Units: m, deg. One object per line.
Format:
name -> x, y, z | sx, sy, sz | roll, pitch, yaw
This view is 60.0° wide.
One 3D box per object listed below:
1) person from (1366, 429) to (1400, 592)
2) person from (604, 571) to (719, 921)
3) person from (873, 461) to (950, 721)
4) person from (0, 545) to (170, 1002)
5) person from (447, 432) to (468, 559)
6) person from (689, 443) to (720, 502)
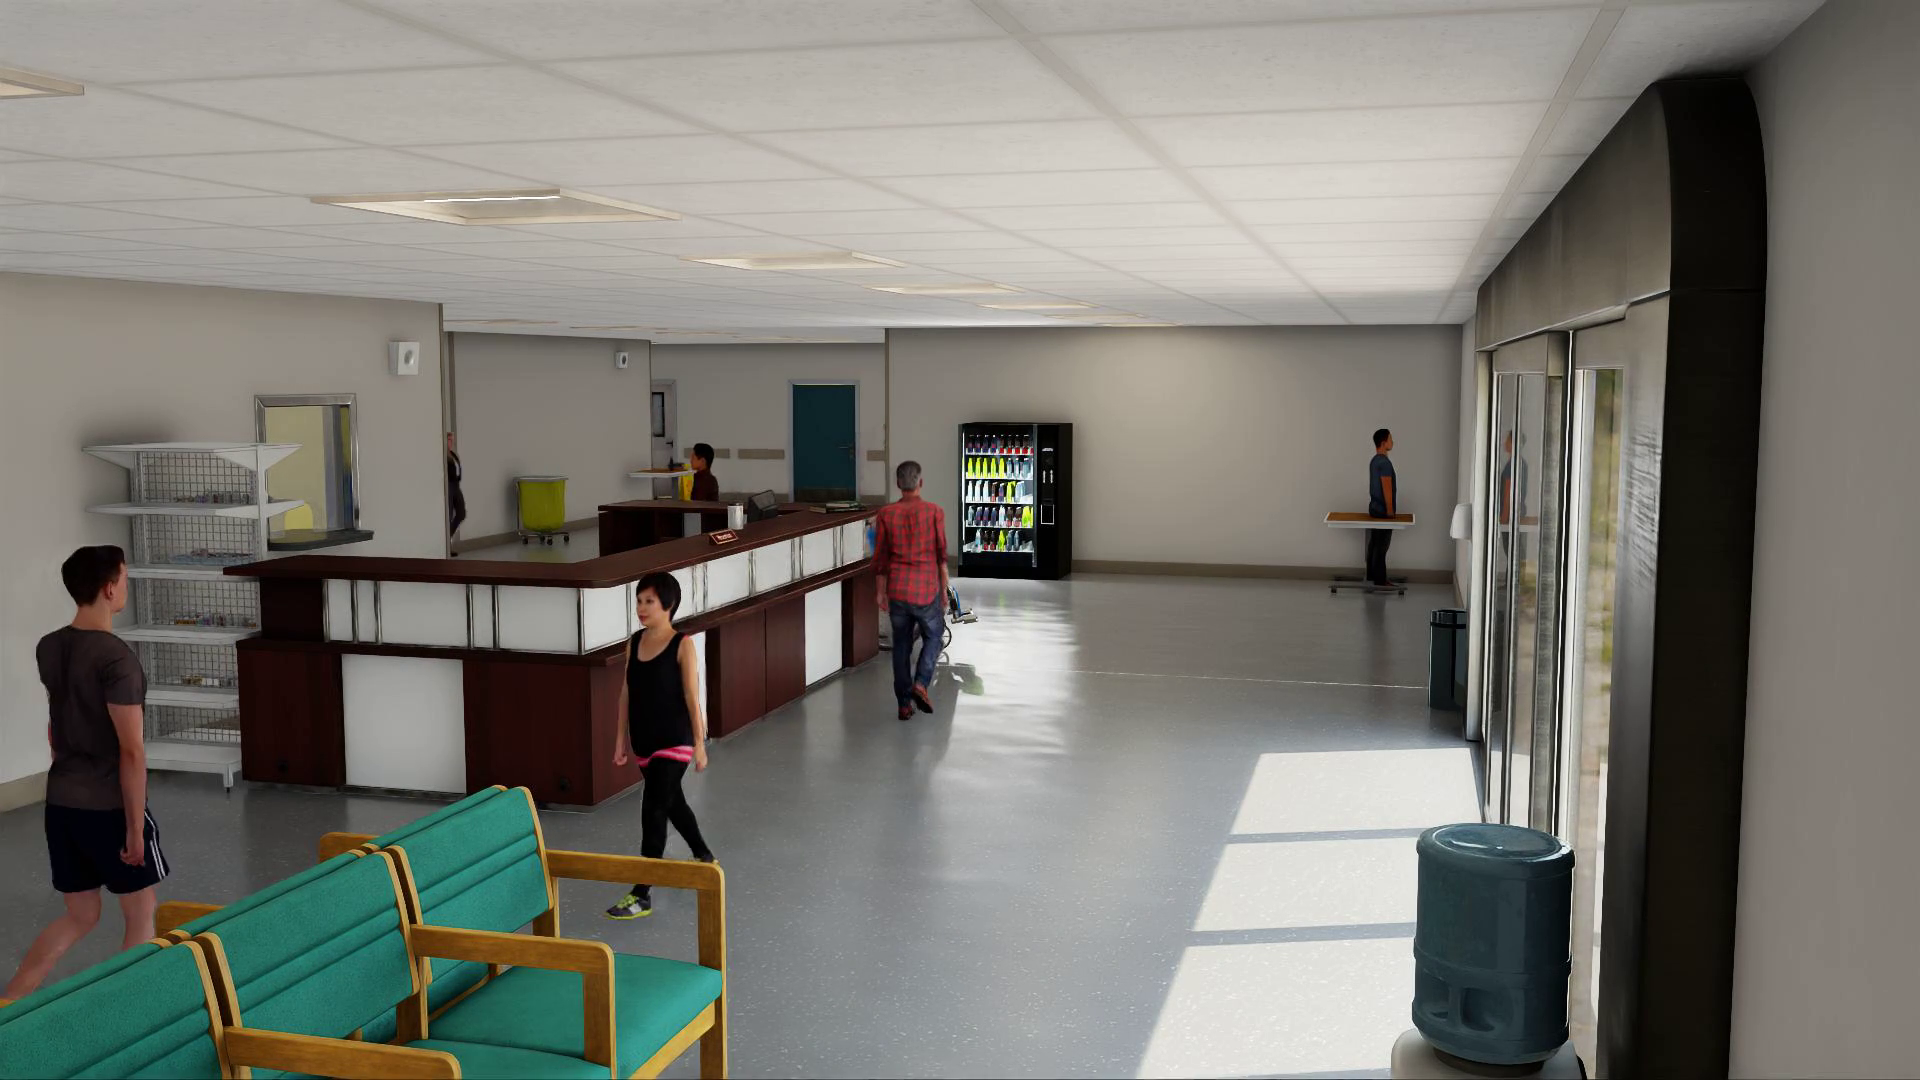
person -> 4.751, -0.351, 18.754 | 0.645, 1.810, 0.706 | 0, 6, -1
person -> -1.309, 0.920, 7.616 | 1.047, 1.512, 0.856 | 4, 7, 34
person -> -0.348, 0.371, 11.567 | 0.705, 1.813, 0.783 | 1, 6, 11
person -> -3.029, 0.953, 5.692 | 0.999, 1.833, 0.795 | 2, 6, 23
person -> -6.827, -0.602, 21.979 | 0.560, 1.664, 0.618 | 1, 6, 12
person -> -2.300, -0.011, 15.692 | 1.185, 1.747, 0.879 | 0, 6, -4
